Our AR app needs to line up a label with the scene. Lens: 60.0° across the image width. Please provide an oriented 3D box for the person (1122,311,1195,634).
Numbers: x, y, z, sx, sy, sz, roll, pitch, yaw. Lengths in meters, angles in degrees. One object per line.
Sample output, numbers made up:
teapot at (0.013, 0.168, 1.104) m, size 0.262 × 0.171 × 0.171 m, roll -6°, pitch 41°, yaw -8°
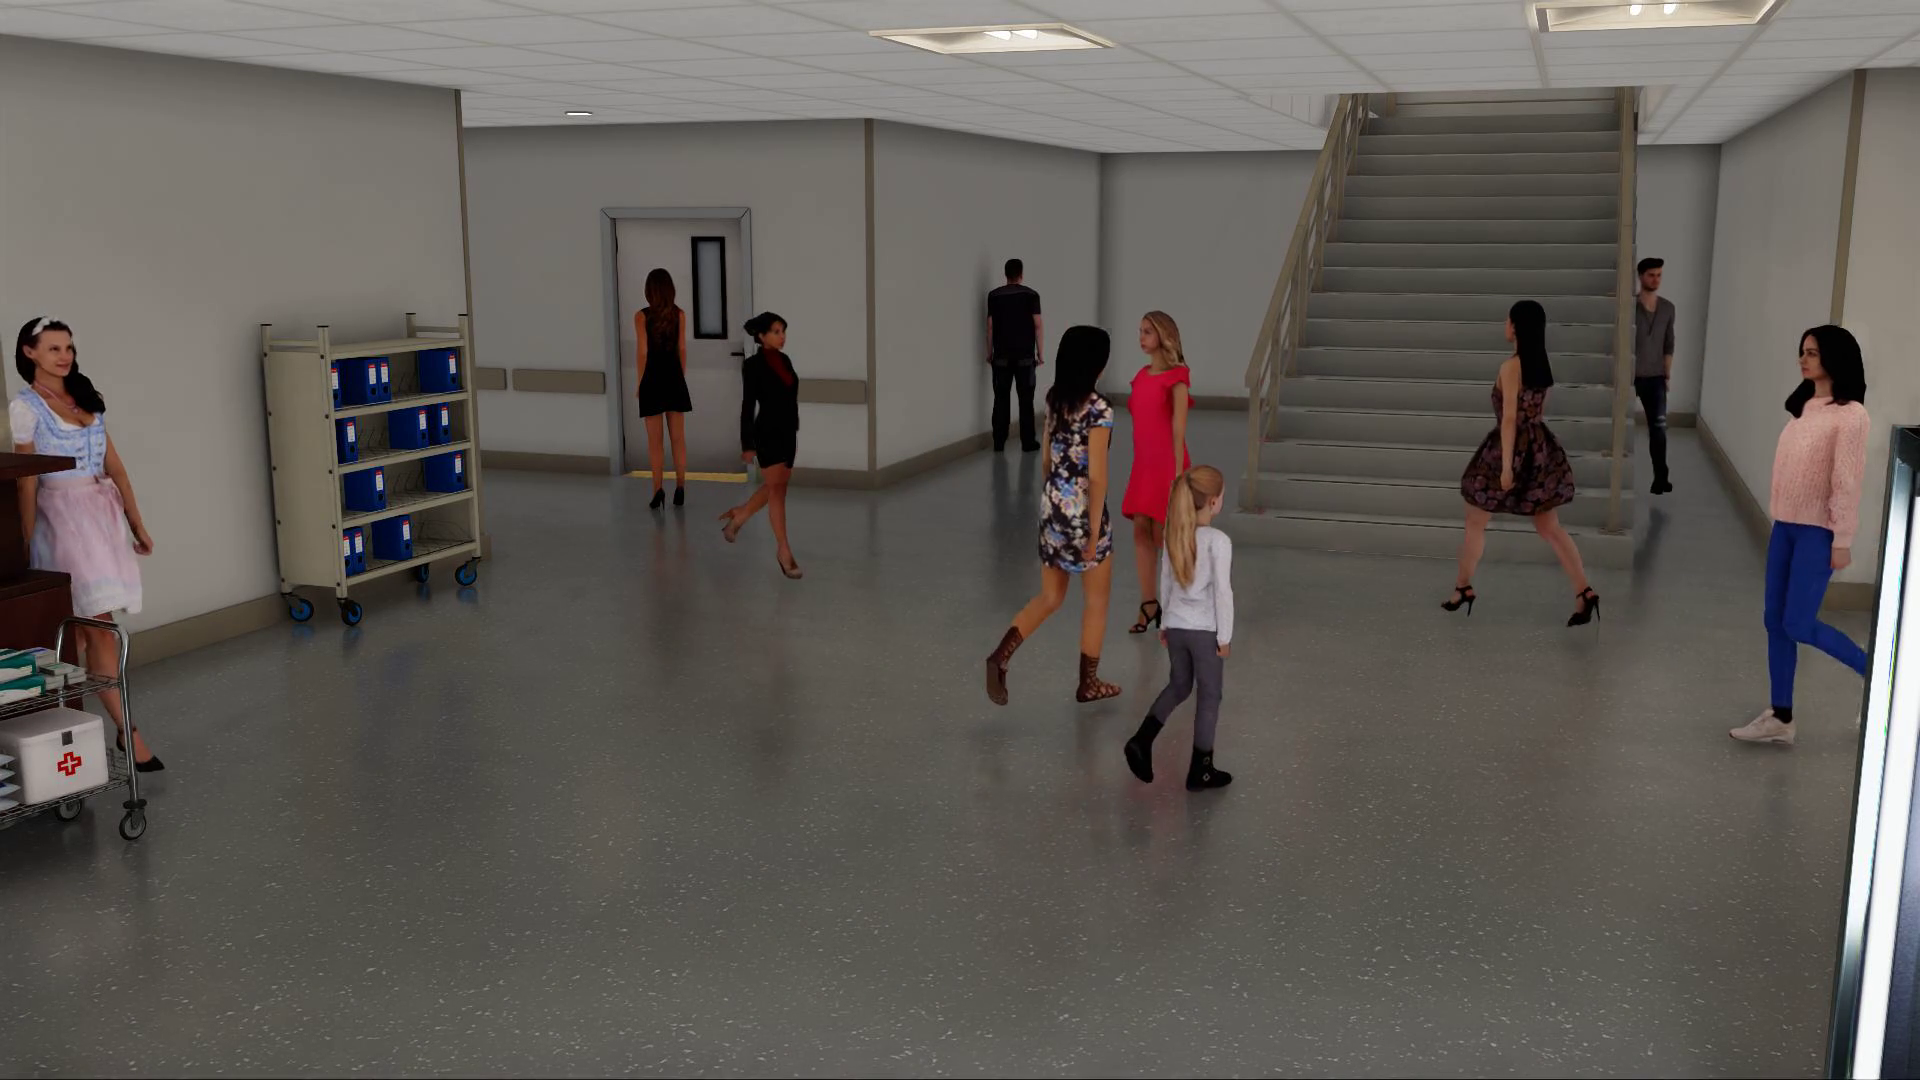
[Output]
person at (1.132, -0.352, 8.841) m, size 0.954 × 1.710 × 0.856 m, roll -7°, pitch 13°, yaw -33°

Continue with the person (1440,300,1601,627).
person at (3.040, -0.349, 8.773) m, size 1.184 × 1.729 × 1.090 m, roll -8°, pitch 14°, yaw -37°

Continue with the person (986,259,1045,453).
person at (0.522, -1.786, 16.036) m, size 0.746 × 1.846 × 0.628 m, roll 2°, pitch 11°, yaw 12°

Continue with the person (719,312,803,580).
person at (-1.215, -0.576, 10.275) m, size 0.805 × 1.616 × 0.986 m, roll 8°, pitch 13°, yaw 35°

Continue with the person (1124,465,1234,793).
person at (0.846, 0.351, 6.316) m, size 0.786 × 1.271 × 0.679 m, roll -8°, pitch 14°, yaw -38°

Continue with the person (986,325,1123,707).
person at (0.438, -0.058, 7.295) m, size 1.113 × 1.709 × 0.916 m, roll -9°, pitch 14°, yaw -40°

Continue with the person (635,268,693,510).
person at (-2.278, -1.157, 12.747) m, size 0.642 × 1.835 × 0.724 m, roll -7°, pitch 13°, yaw -32°

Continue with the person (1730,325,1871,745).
person at (3.579, 0.005, 6.847) m, size 0.875 × 1.753 × 0.926 m, roll 0°, pitch 11°, yaw 2°

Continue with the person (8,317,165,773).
person at (-3.565, 0.034, 6.615) m, size 0.732 × 1.782 × 0.980 m, roll 3°, pitch 11°, yaw 16°
